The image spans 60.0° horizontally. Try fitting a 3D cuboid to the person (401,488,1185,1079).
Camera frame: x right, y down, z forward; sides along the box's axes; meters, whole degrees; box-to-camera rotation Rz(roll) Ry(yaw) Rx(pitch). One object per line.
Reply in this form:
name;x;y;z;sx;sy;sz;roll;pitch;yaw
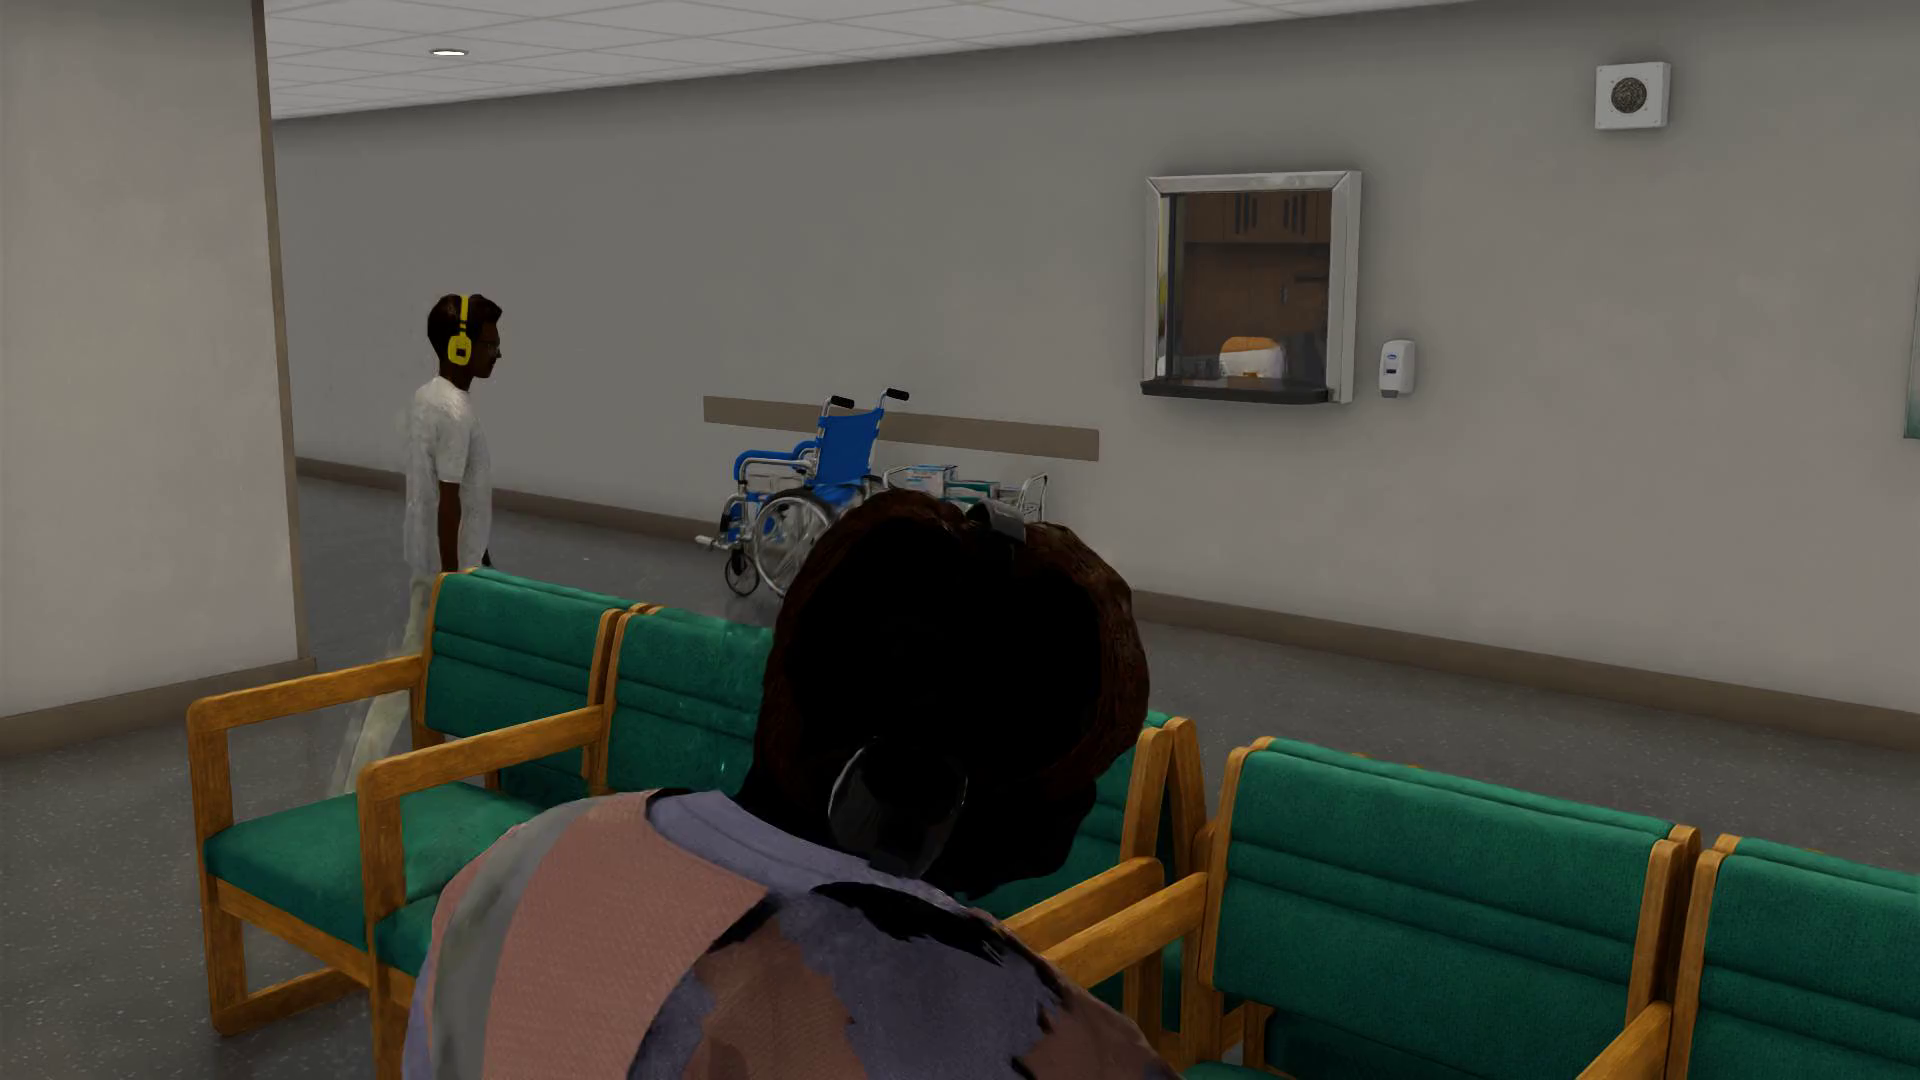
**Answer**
person;-0.156;0.855;1.239;0.723;1.809;0.434;6;12;31
